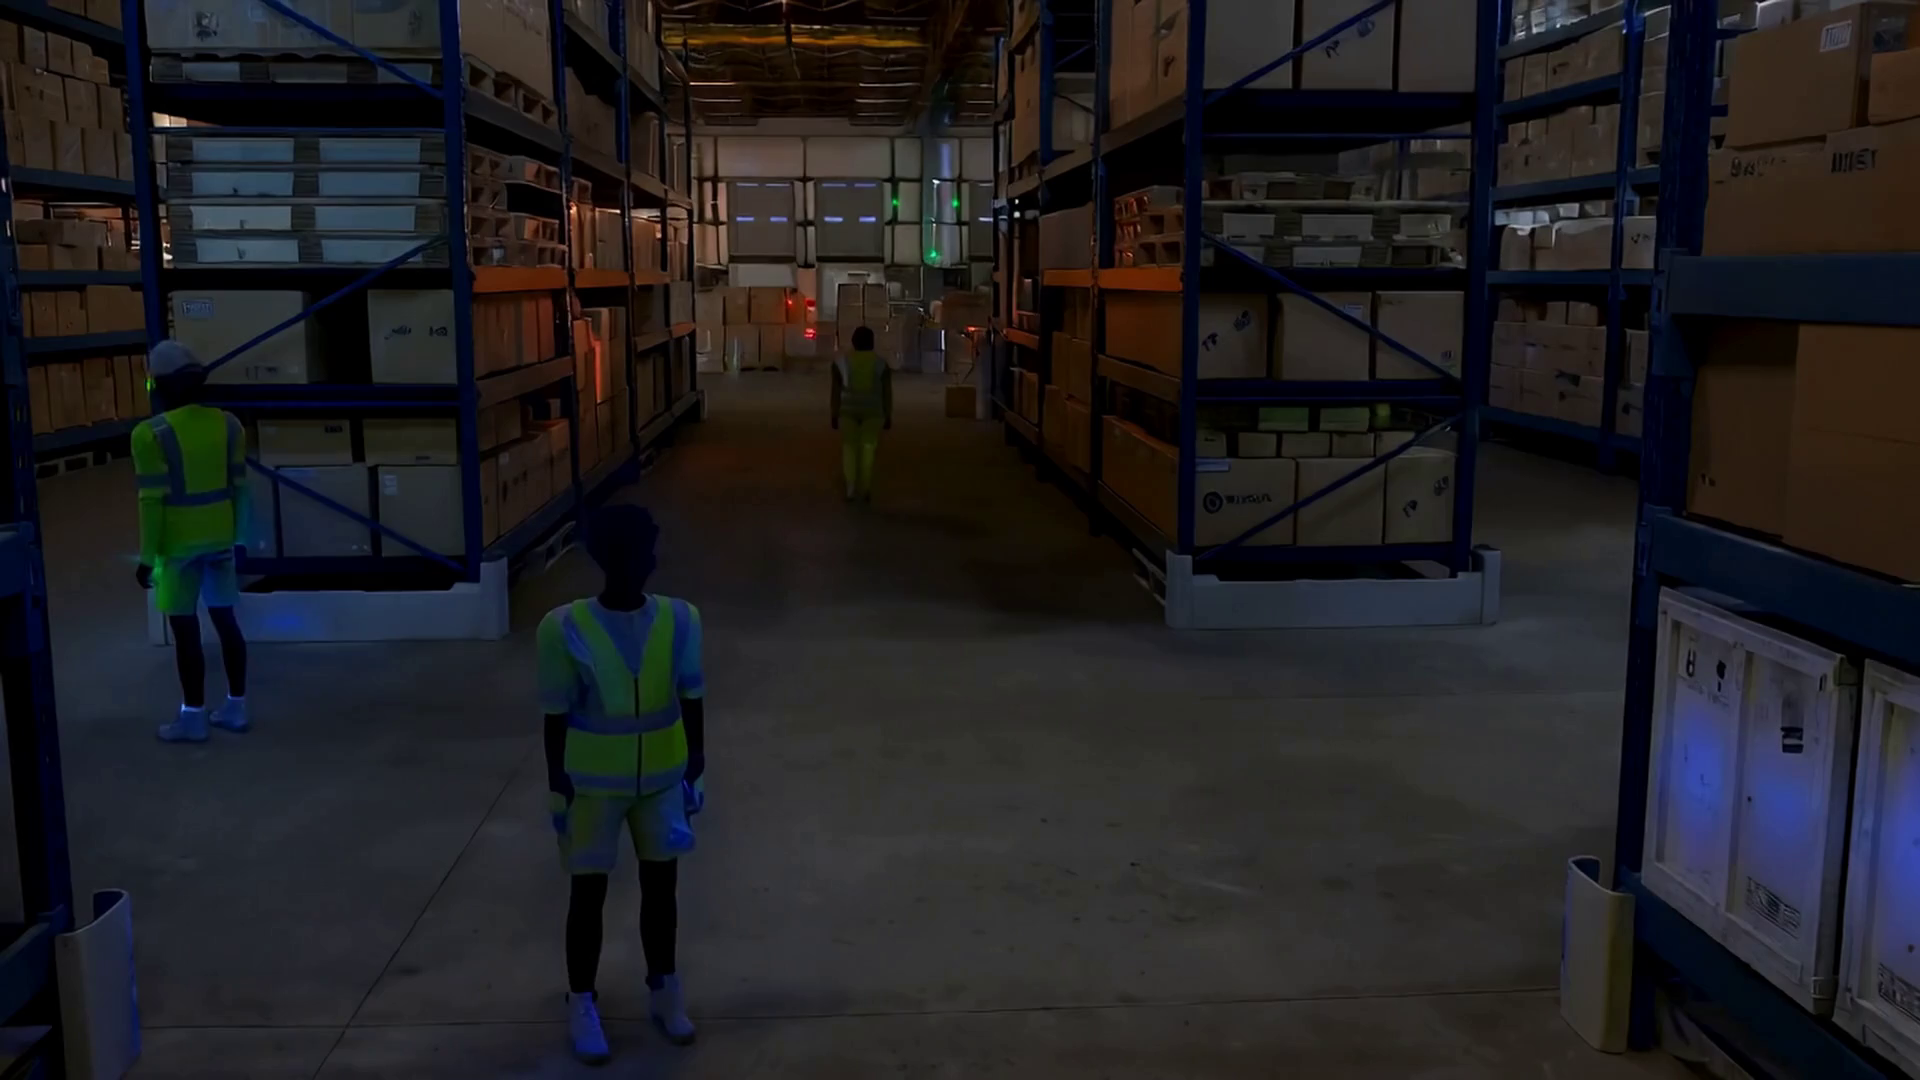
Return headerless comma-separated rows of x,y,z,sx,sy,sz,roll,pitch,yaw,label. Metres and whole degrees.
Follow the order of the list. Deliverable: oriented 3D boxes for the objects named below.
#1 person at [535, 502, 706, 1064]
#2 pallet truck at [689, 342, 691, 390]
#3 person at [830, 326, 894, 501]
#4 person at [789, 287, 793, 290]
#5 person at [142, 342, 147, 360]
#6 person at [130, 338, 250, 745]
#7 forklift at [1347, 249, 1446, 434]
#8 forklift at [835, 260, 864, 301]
-1.009,0.721,5.033,0.535,1.694,0.319,-5,10,-29,person
-5.225,-3.008,27.480,1.885,1.965,0.823,2,9,14,pallet truck
-1.016,-1.313,17.368,0.664,1.829,0.492,0,9,-2,person
-5.957,-7.931,58.579,0.548,1.937,0.379,-4,10,-23,person
-21.929,-5.690,44.796,0.520,1.844,0.331,4,10,24,person
-3.880,0.010,8.390,0.371,2.044,0.608,5,10,27,person
6.139,-2.989,24.596,1.873,2.768,1.129,-1,9,-4,forklift
-3.495,-7.471,52.740,1.129,2.768,1.873,-1,9,-4,forklift
